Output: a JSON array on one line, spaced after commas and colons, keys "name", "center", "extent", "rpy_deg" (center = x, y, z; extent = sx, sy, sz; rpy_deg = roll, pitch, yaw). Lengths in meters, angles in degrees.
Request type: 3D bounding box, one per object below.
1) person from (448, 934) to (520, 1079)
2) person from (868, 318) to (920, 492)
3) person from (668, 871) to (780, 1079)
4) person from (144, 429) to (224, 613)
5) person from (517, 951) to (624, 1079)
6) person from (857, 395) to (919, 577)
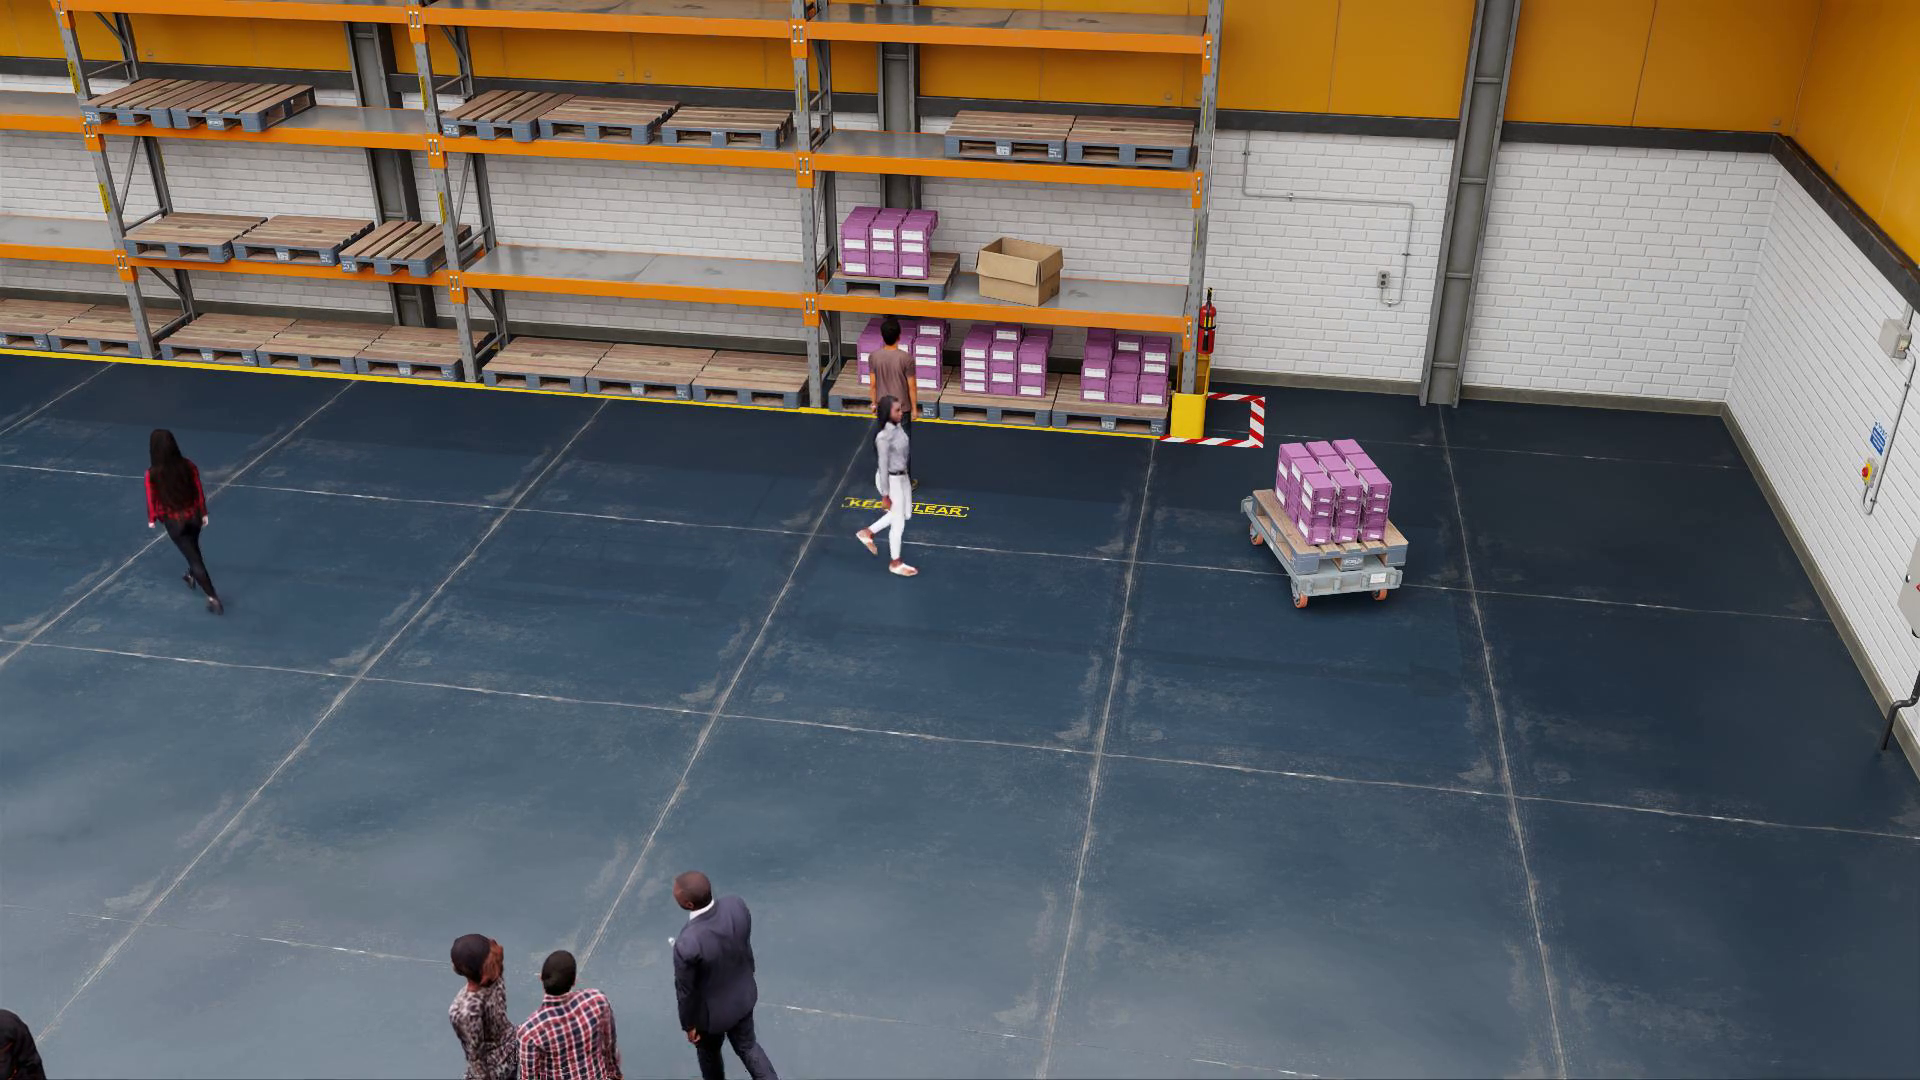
[{"name": "person", "center": [-2.357, 2.744, 8.665], "extent": [0.608, 1.703, 0.568], "rpy_deg": [5, 29, 10]}, {"name": "person", "center": [-0.641, -1.276, 15.957], "extent": [0.494, 1.780, 0.698], "rpy_deg": [7, 29, 13]}, {"name": "person", "center": [-1.230, 2.528, 8.965], "extent": [1.174, 1.796, 1.041], "rpy_deg": [25, 37, 38]}, {"name": "person", "center": [-6.491, -0.121, 13.999], "extent": [1.066, 1.627, 0.893], "rpy_deg": [21, 35, 33]}, {"name": "person", "center": [-1.919, 2.855, 8.426], "extent": [1.129, 1.739, 1.220], "rpy_deg": [-22, 36, -35]}, {"name": "person", "center": [-0.664, -0.489, 14.587], "extent": [0.875, 1.710, 0.688], "rpy_deg": [10, 30, 18]}]
